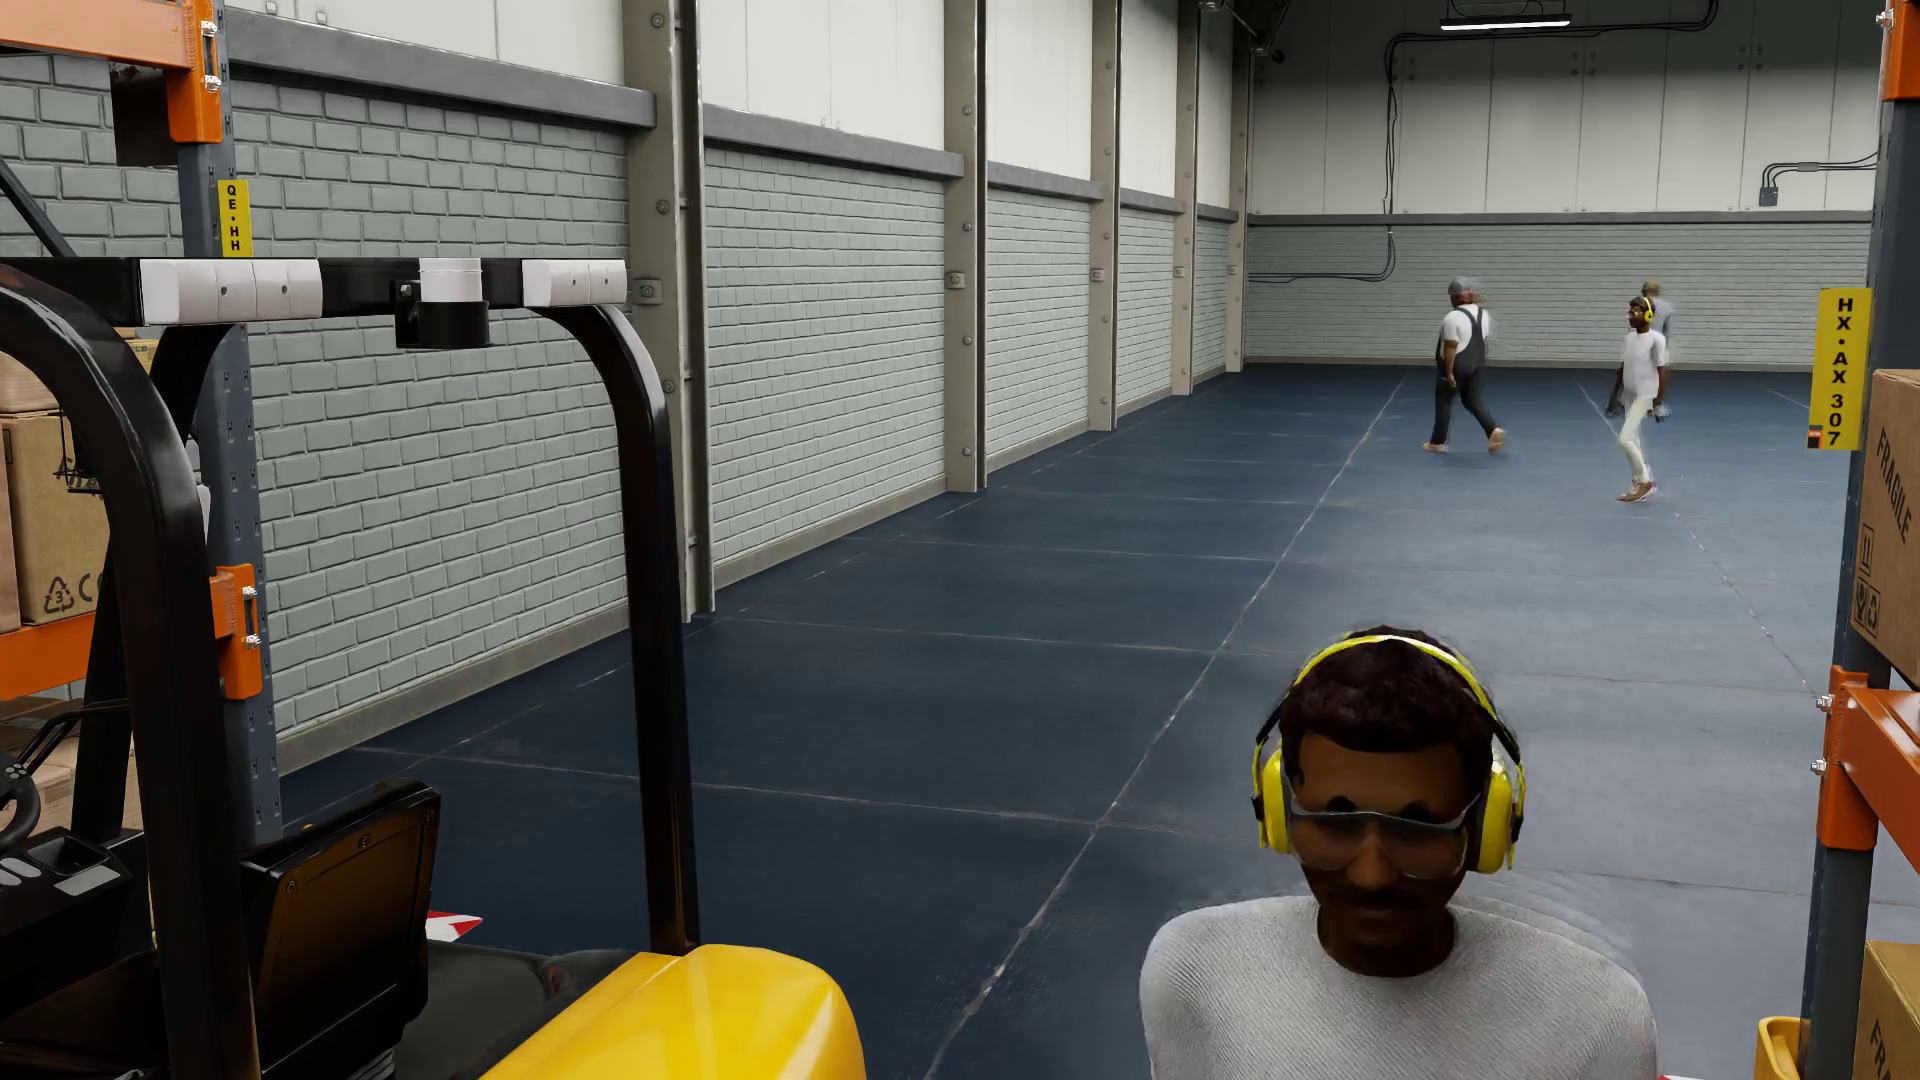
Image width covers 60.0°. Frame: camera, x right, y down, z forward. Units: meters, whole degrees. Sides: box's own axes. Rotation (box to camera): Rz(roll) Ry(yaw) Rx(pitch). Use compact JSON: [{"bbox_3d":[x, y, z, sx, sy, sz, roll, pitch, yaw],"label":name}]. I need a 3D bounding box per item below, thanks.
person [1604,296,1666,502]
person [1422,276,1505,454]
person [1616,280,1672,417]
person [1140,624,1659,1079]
[{"bbox_3d":[6.062,-1.256,14.971,0.417,1.855,0.523,-1,10,-8],"label":"person"},{"bbox_3d":[5.712,-1.984,18.756,0.688,2.000,0.880,-6,11,-31],"label":"person"},{"bbox_3d":[9.666,-2.710,23.500,0.657,1.891,1.007,-1,10,-3],"label":"person"},{"bbox_3d":[0.415,0.998,1.609,0.541,1.830,0.898,2,10,13],"label":"person"}]
